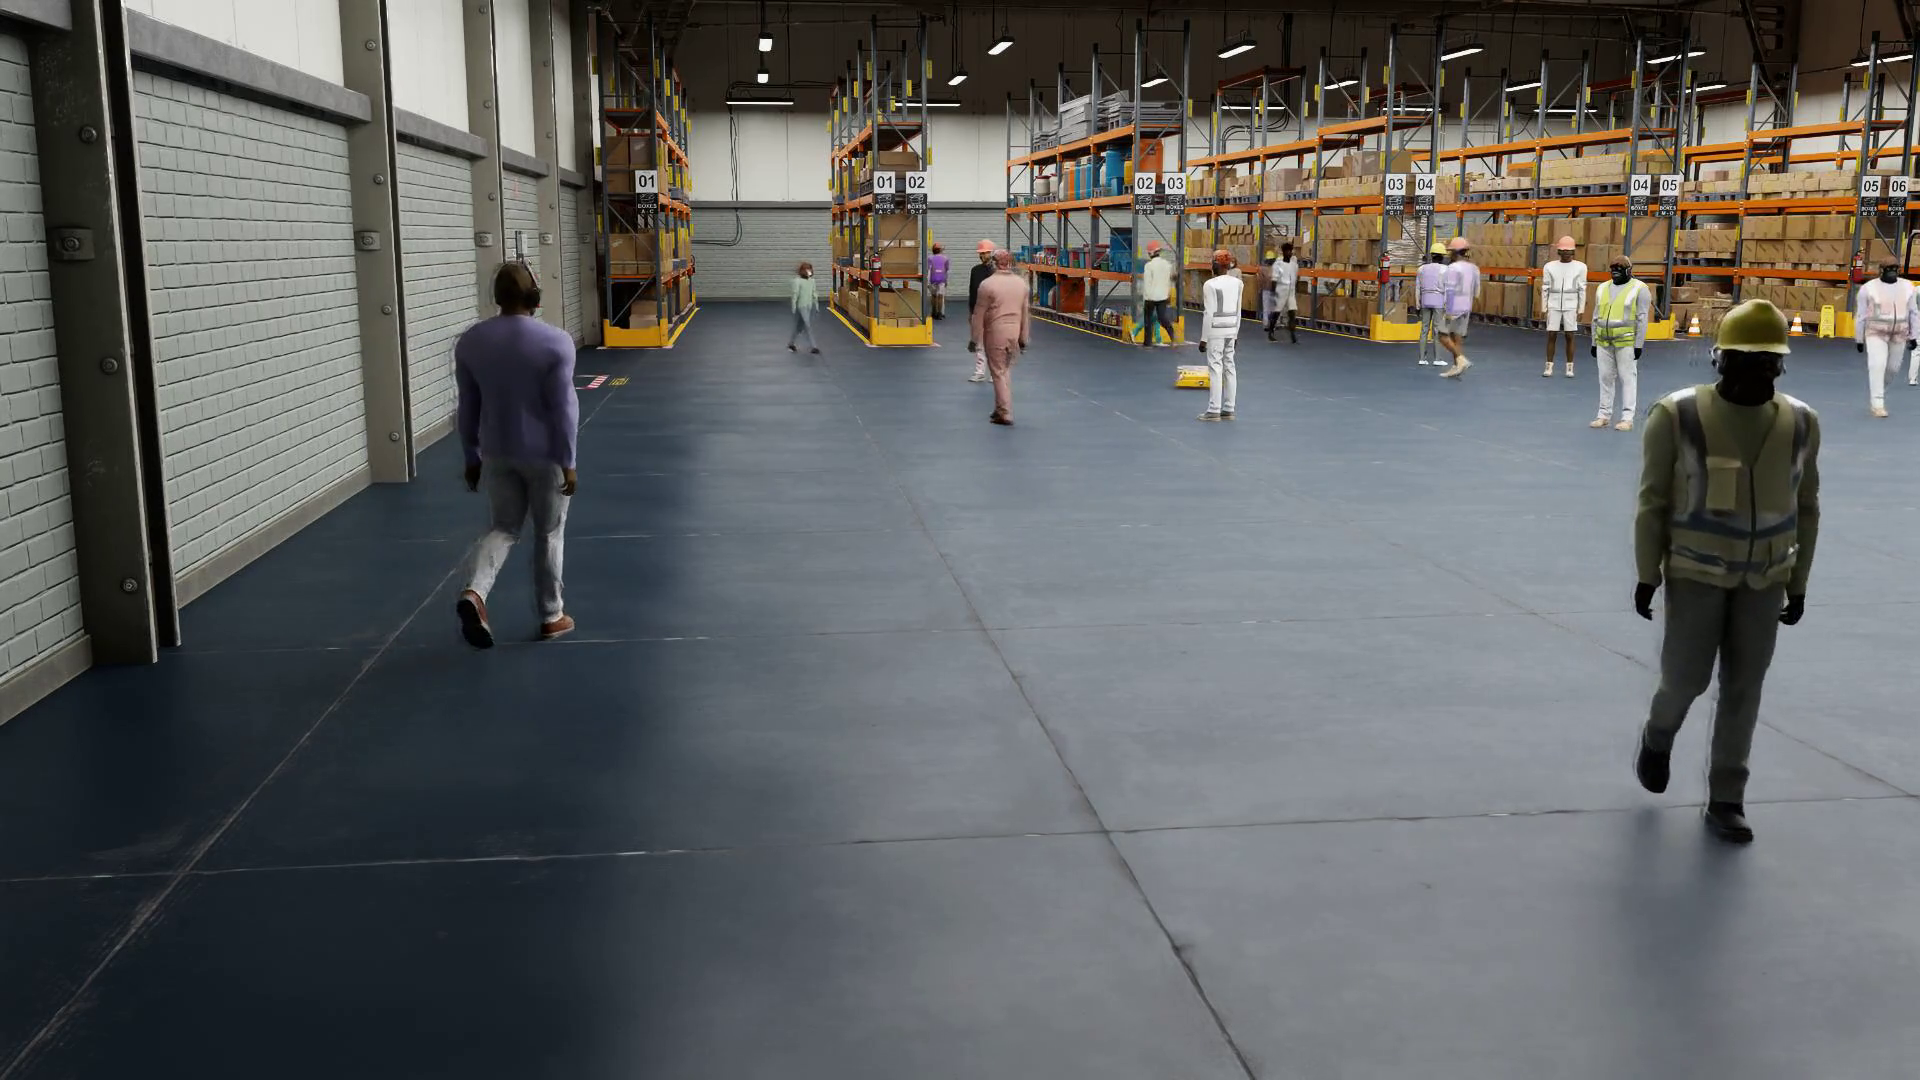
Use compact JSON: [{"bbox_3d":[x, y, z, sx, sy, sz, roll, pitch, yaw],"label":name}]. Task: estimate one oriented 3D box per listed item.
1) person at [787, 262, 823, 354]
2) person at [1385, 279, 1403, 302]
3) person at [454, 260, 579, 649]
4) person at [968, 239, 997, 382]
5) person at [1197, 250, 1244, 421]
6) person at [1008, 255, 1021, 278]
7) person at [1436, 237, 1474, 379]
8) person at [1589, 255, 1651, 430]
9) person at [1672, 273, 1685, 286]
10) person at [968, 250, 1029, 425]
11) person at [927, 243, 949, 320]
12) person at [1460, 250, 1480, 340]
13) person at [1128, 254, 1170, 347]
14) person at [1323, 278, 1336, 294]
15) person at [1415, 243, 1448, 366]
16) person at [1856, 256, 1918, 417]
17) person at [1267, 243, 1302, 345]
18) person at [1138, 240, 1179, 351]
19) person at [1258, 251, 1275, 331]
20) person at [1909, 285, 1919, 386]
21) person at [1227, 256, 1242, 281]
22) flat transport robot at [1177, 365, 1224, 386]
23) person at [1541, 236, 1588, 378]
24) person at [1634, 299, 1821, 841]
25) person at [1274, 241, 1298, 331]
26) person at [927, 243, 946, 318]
[{"bbox_3d":[-2.731,-4.044,29.008,0.852,1.593,0.507,8,13,36],"label":"person"},{"bbox_3d":[10.285,-6.104,39.545,0.509,1.865,0.329,2,10,9],"label":"person"},{"bbox_3d":[-2.182,-0.401,8.145,0.633,1.918,0.779,3,11,14],"label":"person"},{"bbox_3d":[0.380,-3.198,23.249,0.623,1.992,0.396,7,12,33],"label":"person"},{"bbox_3d":[2.869,-2.250,18.366,0.575,1.883,0.355,-8,13,-39],"label":"person"},{"bbox_3d":[1.159,-5.836,38.818,0.514,1.586,0.852,-1,10,-3],"label":"person"},{"bbox_3d":[7.037,-3.280,23.614,0.451,2.023,0.629,10,14,42],"label":"person"},{"bbox_3d":[6.940,-2.078,17.567,0.430,1.836,0.627,-8,13,-36],"label":"person"},{"bbox_3d":[18.514,-6.798,43.222,0.587,1.912,0.374,2,11,13],"label":"person"},{"bbox_3d":[0.369,-2.208,18.146,0.648,1.885,0.727,-8,13,-39],"label":"person"},{"bbox_3d":[-0.554,-6.375,40.999,0.560,1.866,1.005,0,10,-3],"label":"person"},{"bbox_3d":[9.936,-4.847,32.855,0.650,1.791,0.854,4,11,19],"label":"person"},{"bbox_3d":[3.519,-4.449,30.864,0.790,1.728,0.527,5,11,24],"label":"person"},{"bbox_3d":[11.451,-8.263,51.246,0.471,1.907,0.579,-4,11,-20],"label":"person"},{"bbox_3d":[7.483,-3.710,26.249,0.595,1.923,0.366,9,14,40],"label":"person"},{"bbox_3d":[10.540,-2.329,18.974,0.621,1.820,0.841,1,10,7],"label":"person"},{"bbox_3d":[6.157,-4.686,31.639,0.624,1.917,1.017,-4,11,-20],"label":"person"},{"bbox_3d":[3.516,-4.300,29.367,0.626,1.969,0.769,-7,12,-33],"label":"person"},{"bbox_3d":[6.700,-5.356,35.863,0.528,1.713,0.939,1,10,5],"label":"person"},{"bbox_3d":[13.168,-2.903,22.603,0.310,1.642,0.514,-8,13,-38],"label":"person"},{"bbox_3d":[5.849,-5.359,36.135,0.517,1.617,0.464,0,10,-2],"label":"person"},{"bbox_3d":[3.305,-2.258,22.829,0.652,0.197,1.431,1,10,7],"label":"flat transport robot"},{"bbox_3d":[8.715,-3.359,24.030,0.608,2.035,0.406,5,11,25],"label":"person"},{"bbox_3d":[2.608,0.092,5.686,0.611,1.821,0.490,1,10,3],"label":"person"},{"bbox_3d":[7.053,-5.485,35.989,0.624,1.932,0.374,-8,13,-37],"label":"person"},{"bbox_3d":[-0.580,-6.460,41.473,0.519,1.874,0.327,-1,10,-6],"label":"person"}]
